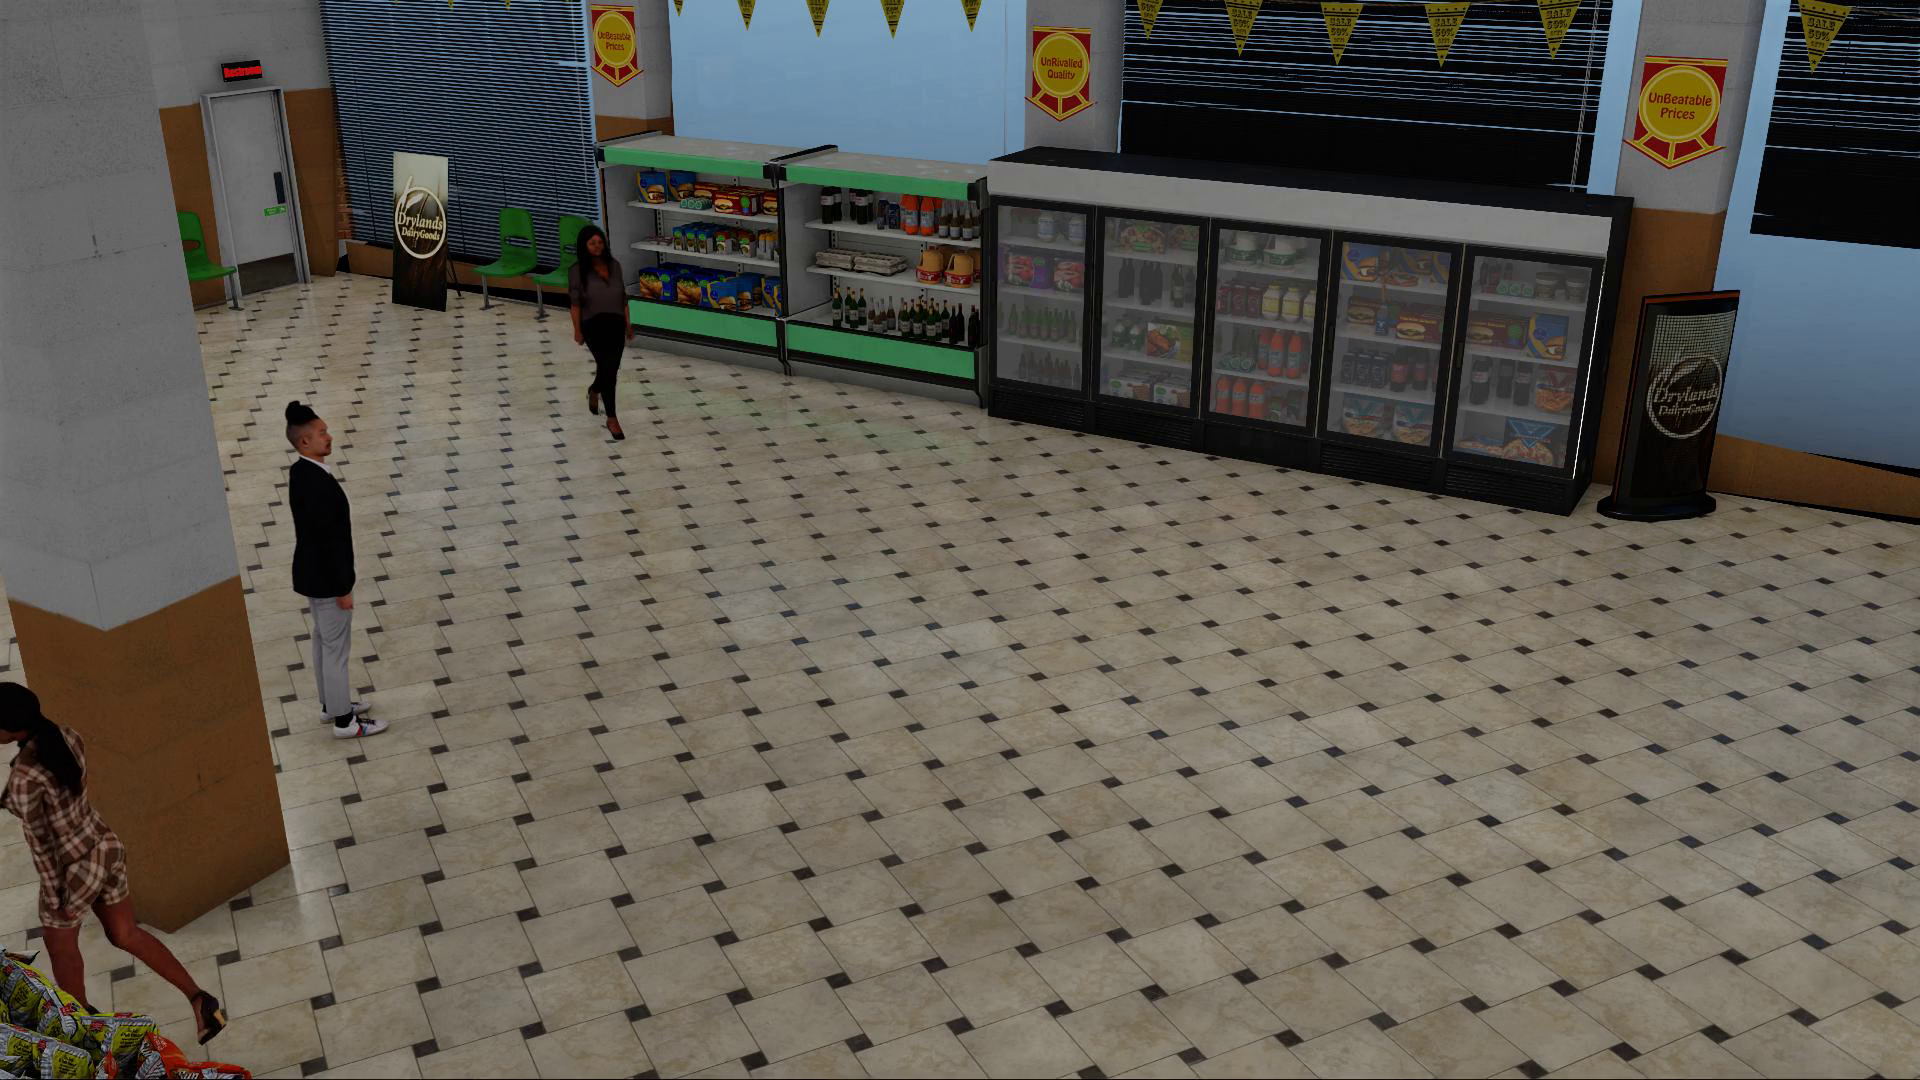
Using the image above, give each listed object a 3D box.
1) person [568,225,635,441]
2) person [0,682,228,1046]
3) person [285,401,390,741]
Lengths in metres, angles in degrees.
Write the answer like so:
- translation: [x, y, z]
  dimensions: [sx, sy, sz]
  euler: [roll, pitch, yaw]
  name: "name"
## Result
- translation: [-3.131, -1.812, 14.400]
  dimensions: [0.866, 1.806, 1.184]
  euler: [-19, 29, -40]
  name: "person"
- translation: [-3.407, 1.346, 6.623]
  dimensions: [1.161, 1.744, 0.888]
  euler: [4, 22, 10]
  name: "person"
- translation: [-3.555, 0.160, 9.292]
  dimensions: [0.851, 1.955, 0.717]
  euler: [-13, 25, -29]
  name: "person"
